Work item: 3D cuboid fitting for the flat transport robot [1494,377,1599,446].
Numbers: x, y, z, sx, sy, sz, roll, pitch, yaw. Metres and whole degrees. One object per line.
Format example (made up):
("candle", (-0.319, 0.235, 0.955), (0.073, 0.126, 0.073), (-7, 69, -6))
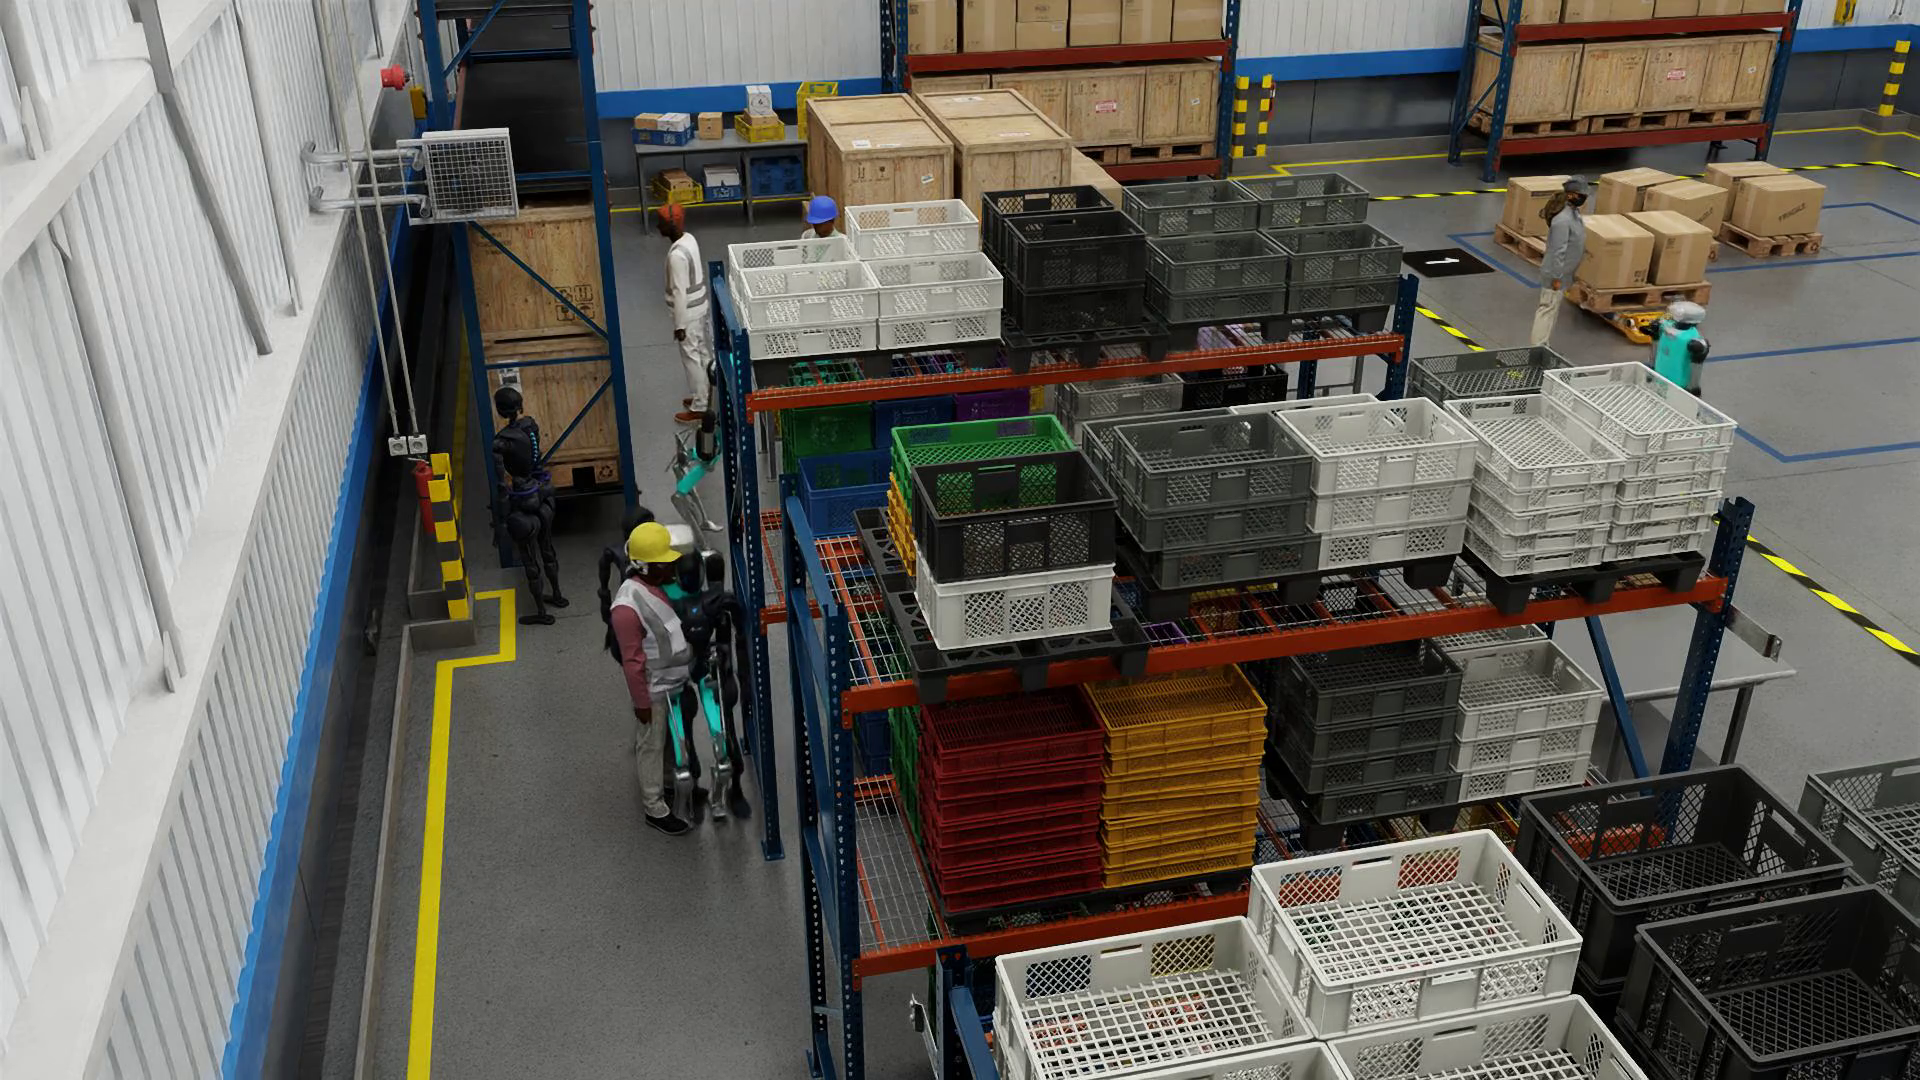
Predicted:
("flat transport robot", (4.780, -1.036, 14.013), (0.659, 0.231, 1.431), (-6, 28, -12))

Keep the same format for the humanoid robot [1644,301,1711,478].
("humanoid robot", (5.388, -0.933, 12.264), (0.798, 1.772, 0.548), (-9, 29, -16))

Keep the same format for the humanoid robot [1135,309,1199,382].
("humanoid robot", (1.703, -1.449, 13.307), (0.610, 1.638, 0.546), (-14, 31, -25))

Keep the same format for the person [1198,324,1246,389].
("person", (1.947, -1.111, 12.253), (0.381, 2.041, 0.614), (-6, 28, -10))

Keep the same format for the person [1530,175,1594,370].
("person", (5.412, -2.440, 15.066), (0.395, 1.767, 0.574), (13, 31, 24))

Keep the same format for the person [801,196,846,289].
("person", (-1.091, -1.954, 13.978), (0.620, 1.935, 0.434), (22, 35, 35))

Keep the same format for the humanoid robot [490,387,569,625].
("humanoid robot", (-2.865, -0.227, 10.952), (0.315, 1.655, 0.599), (8, 29, 14))

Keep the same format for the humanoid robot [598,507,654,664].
("humanoid robot", (-1.797, 0.565, 9.474), (0.608, 1.648, 0.548), (9, 29, 16))

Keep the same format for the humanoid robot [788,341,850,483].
("humanoid robot", (-0.884, -0.766, 11.963), (0.531, 1.829, 0.684), (16, 32, 27))

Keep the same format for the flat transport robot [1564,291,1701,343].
("flat transport robot", (6.596, -2.295, 16.371), (0.652, 0.197, 1.431), (-5, 28, -10))

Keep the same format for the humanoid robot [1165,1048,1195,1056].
("humanoid robot", (1.088, 2.400, 5.978), (0.861, 1.816, 0.548), (-12, 30, -22))

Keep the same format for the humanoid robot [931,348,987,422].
("humanoid robot", (0.115, -0.576, 11.456), (0.531, 1.695, 0.741), (-12, 30, -21))

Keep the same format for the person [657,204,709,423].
("person", (-2.301, -1.906, 13.957), (0.354, 1.868, 0.583), (1, 28, 3))

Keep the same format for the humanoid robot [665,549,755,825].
("humanoid robot", (-1.413, 0.788, 9.031), (0.609, 1.650, 0.314), (-7, 29, -13))

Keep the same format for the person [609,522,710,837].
("person", (-1.601, 0.728, 8.985), (0.404, 1.834, 0.587), (8, 29, 15))

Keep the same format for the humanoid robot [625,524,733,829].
("humanoid robot", (-1.432, 0.799, 8.896), (0.530, 1.743, 0.686), (-9, 29, -17))

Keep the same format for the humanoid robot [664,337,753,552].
("humanoid robot", (-1.846, -0.735, 11.867), (0.838, 1.758, 0.551), (11, 30, 21))
